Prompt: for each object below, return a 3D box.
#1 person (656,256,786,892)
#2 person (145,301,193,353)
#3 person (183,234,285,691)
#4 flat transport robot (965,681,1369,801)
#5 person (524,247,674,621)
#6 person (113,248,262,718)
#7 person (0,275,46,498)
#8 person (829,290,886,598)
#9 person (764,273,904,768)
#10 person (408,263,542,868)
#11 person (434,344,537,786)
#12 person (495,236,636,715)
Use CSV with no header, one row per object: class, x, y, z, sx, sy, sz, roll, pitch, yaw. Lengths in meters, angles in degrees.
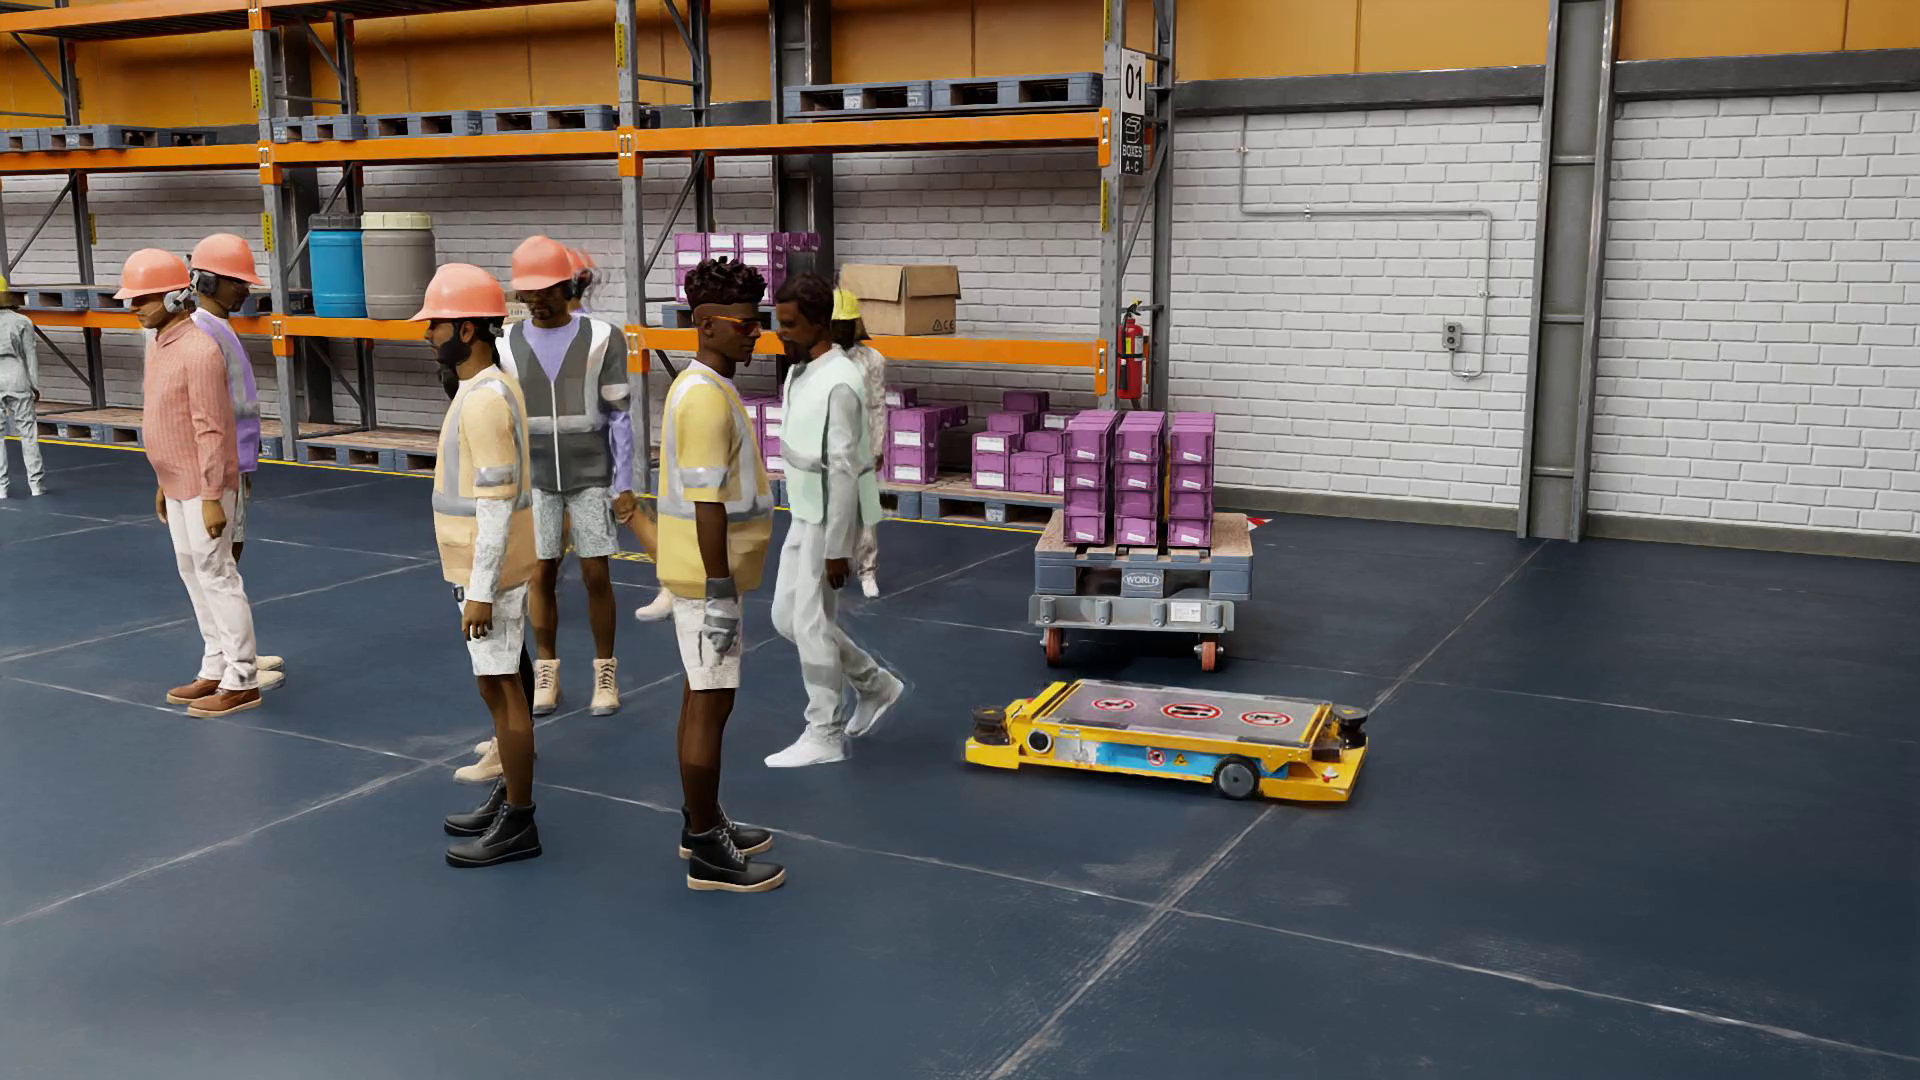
person,-0.763,0.103,5.215,0.371,1.963,0.608,-2,10,-10
person,-6.446,-1.275,13.727,0.344,1.624,0.515,7,13,35
person,-3.273,-0.342,7.471,0.392,2.033,0.605,-4,11,-19
flat transport robot,0.800,0.741,6.366,1.431,0.197,0.652,4,11,19
person,-1.909,-0.538,8.740,1.086,1.978,0.627,1,10,8
person,-3.268,-0.228,7.018,0.434,1.977,0.601,-9,14,-41
person,-7.449,-1.199,12.965,0.492,1.740,0.325,-7,13,-35
person,-0.650,-0.520,9.280,0.486,1.734,0.361,-1,10,-7
person,-0.484,-0.056,6.297,0.485,1.891,0.648,-4,11,-19
person,-1.551,0.087,5.380,0.357,1.938,0.542,-3,11,-15
person,-1.767,0.059,6.187,0.317,1.696,0.540,0,10,0
person,-1.690,-0.254,7.013,0.632,2.026,0.408,-1,10,-5
